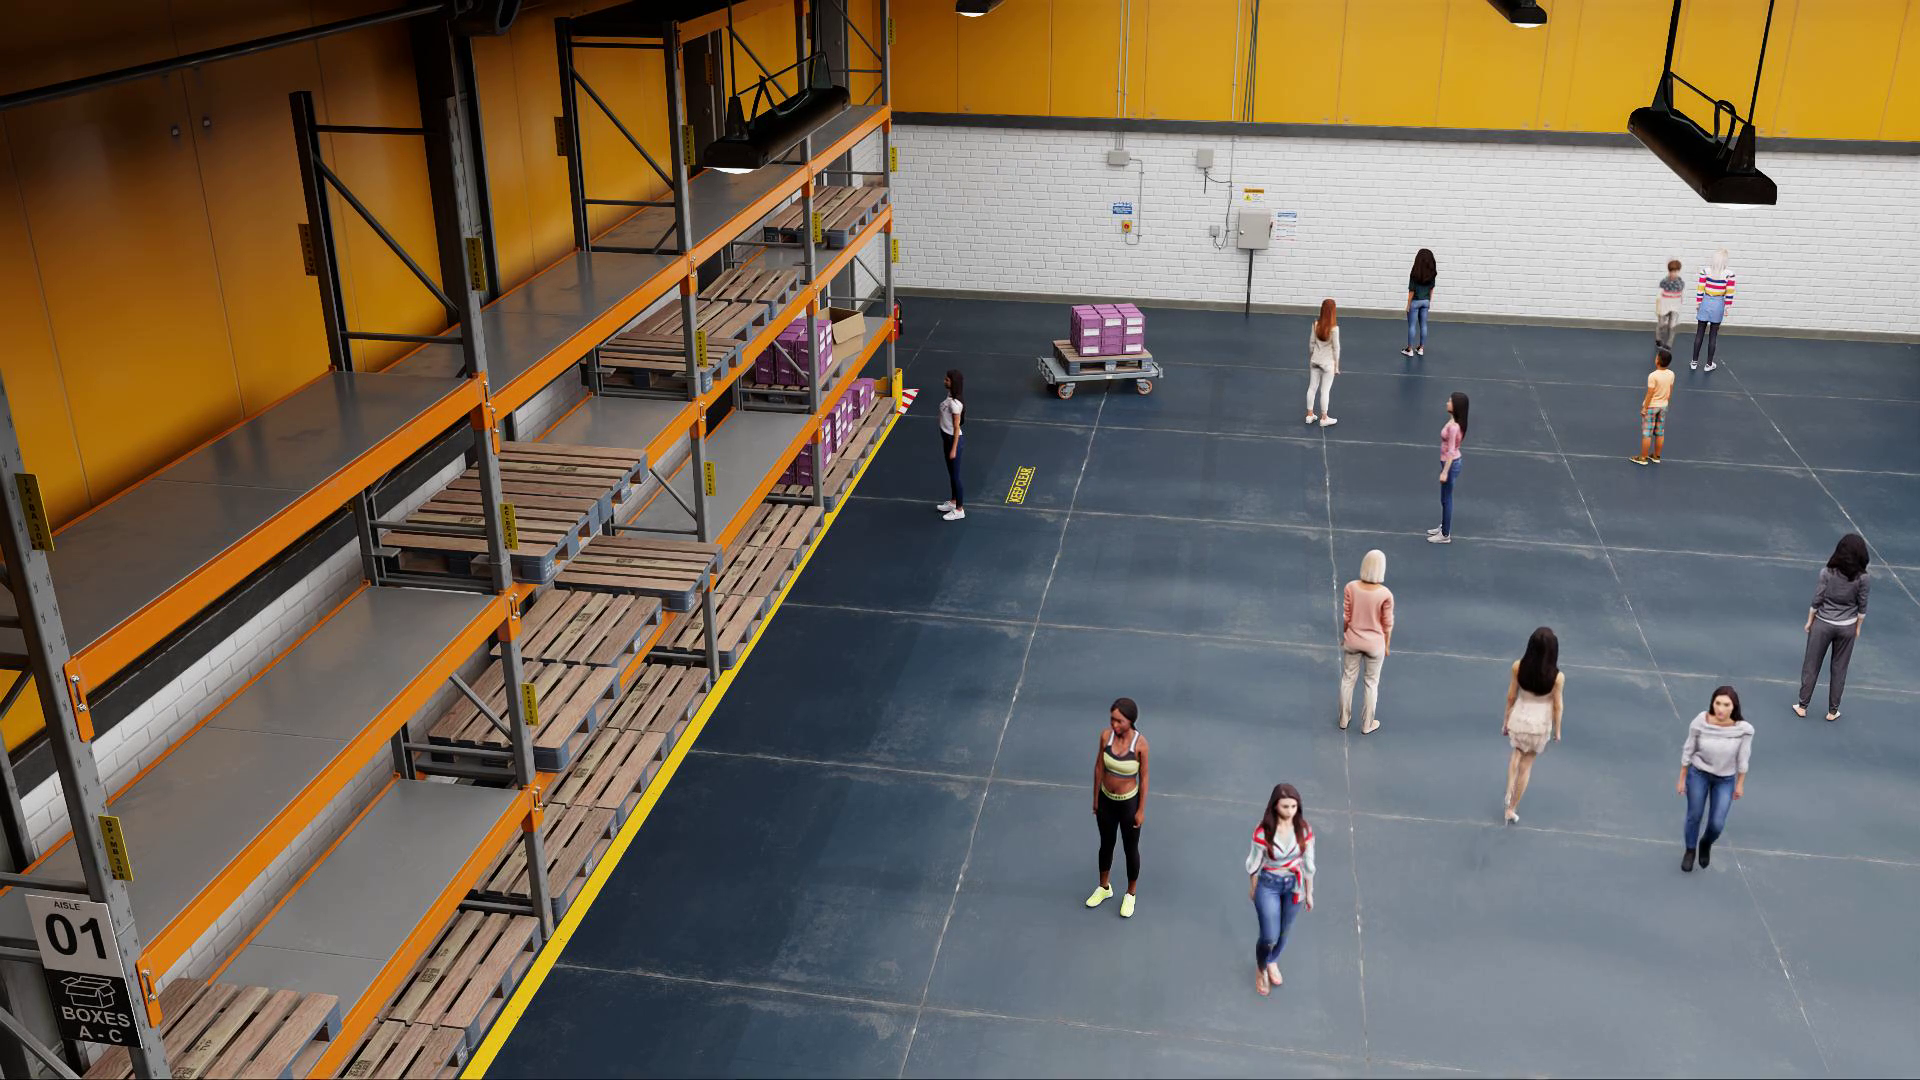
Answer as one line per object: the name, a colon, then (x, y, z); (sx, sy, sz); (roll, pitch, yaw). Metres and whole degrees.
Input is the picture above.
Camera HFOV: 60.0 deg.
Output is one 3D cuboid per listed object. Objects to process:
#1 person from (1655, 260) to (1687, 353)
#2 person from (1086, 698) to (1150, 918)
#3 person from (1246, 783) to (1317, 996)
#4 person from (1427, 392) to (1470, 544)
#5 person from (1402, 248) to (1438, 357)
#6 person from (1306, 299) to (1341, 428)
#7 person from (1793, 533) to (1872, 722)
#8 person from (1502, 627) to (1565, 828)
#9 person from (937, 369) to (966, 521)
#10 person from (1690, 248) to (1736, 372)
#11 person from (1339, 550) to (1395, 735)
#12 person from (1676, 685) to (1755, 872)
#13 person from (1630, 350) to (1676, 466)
person: (10.723, -3.545, 25.127); (0.624, 1.405, 0.978); (5, 24, 12)
person: (1.177, 1.925, 12.175); (0.618, 1.755, 0.603); (12, 26, 25)
person: (2.172, 2.338, 11.428); (0.686, 1.598, 0.709); (-4, 24, -9)
person: (5.433, -0.815, 18.460); (0.662, 1.742, 0.494); (8, 25, 17)
person: (6.882, -3.570, 24.920); (0.696, 1.616, 0.721); (-6, 24, -13)
person: (4.802, -2.351, 22.011); (0.728, 1.713, 0.698); (-21, 31, -40)
person: (7.774, 0.773, 14.801); (0.642, 1.764, 0.587); (9, 25, 21)
person: (4.470, 1.522, 13.135); (0.684, 1.725, 0.725); (17, 29, 35)
person: (-0.072, -1.106, 19.085); (0.714, 1.775, 0.568); (-4, 24, -9)
person: (10.950, -3.372, 24.225); (0.722, 1.809, 0.678); (15, 28, 31)
person: (3.553, 0.884, 14.595); (0.668, 1.725, 0.635); (13, 27, 26)
person: (5.716, 1.791, 12.654); (0.689, 1.617, 0.671); (11, 26, 24)
person: (8.683, -1.657, 20.738); (0.603, 1.461, 0.617); (-7, 25, -16)
